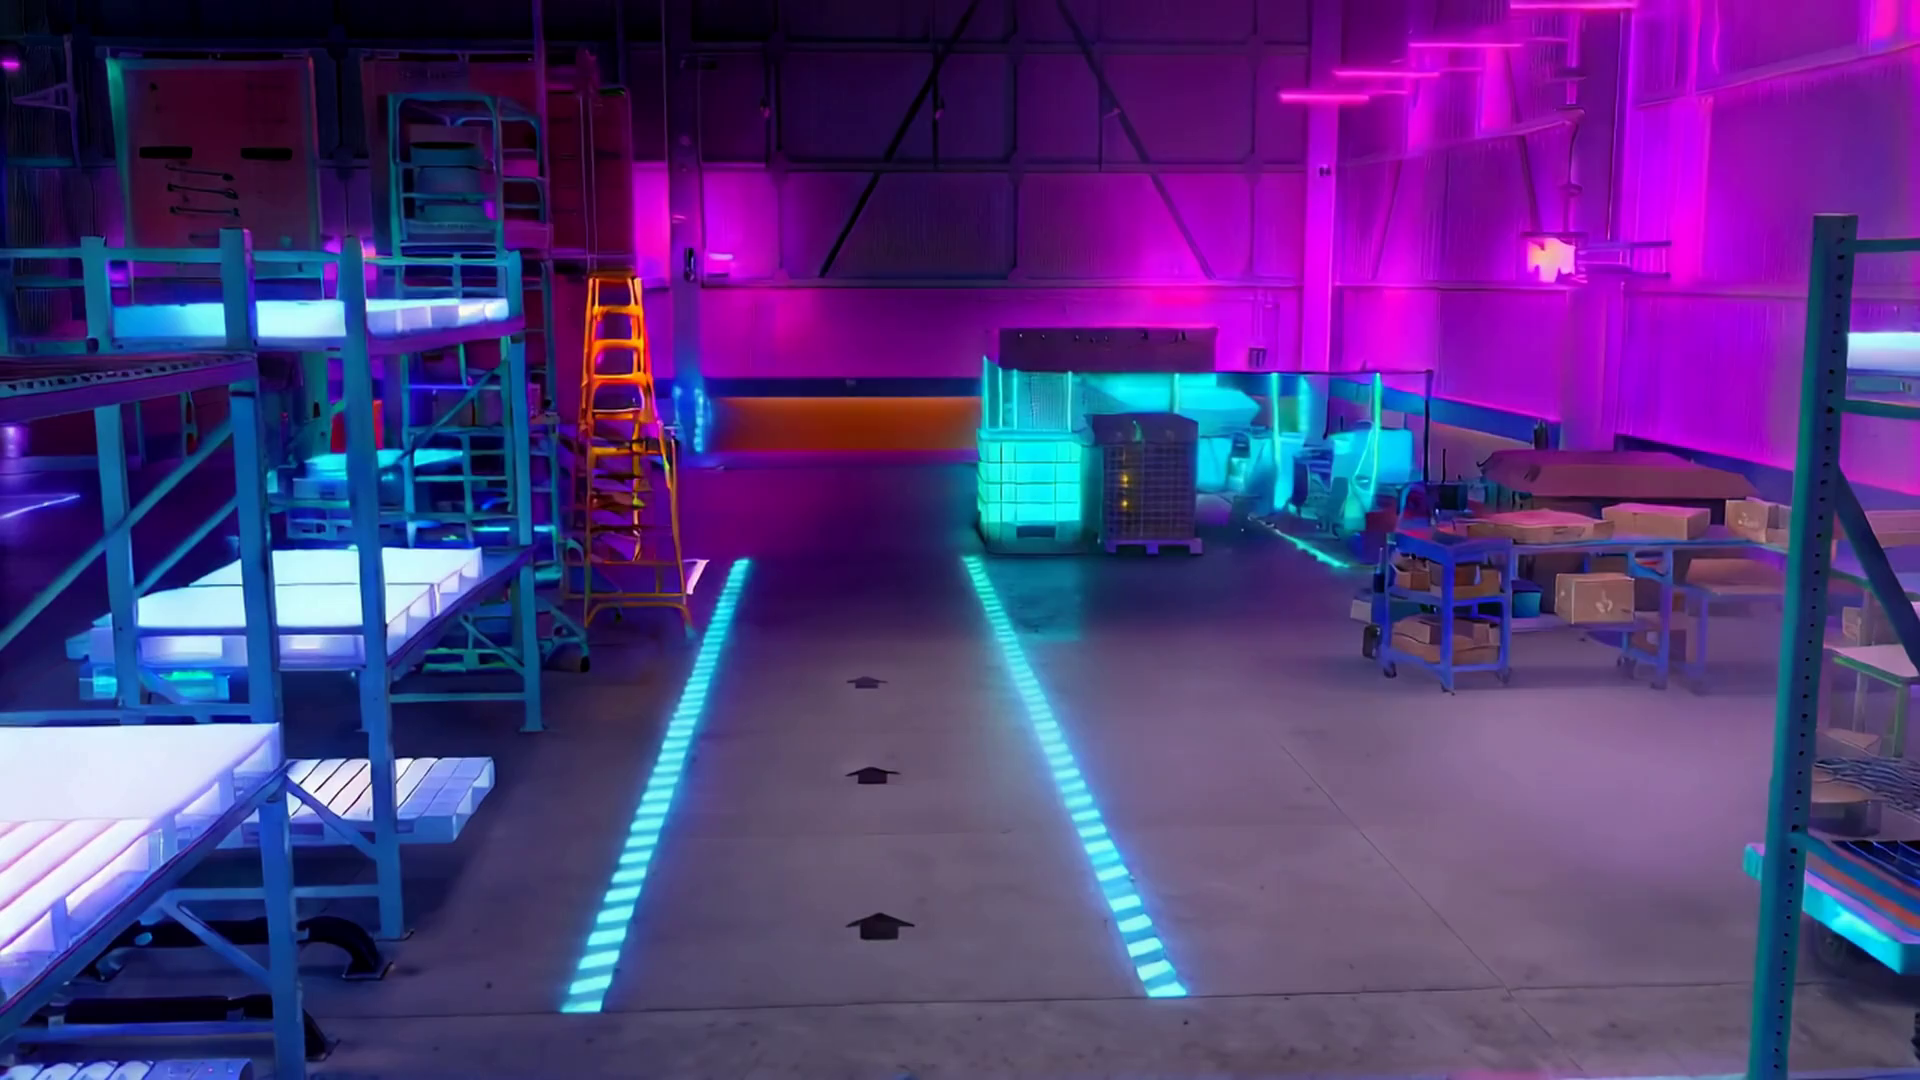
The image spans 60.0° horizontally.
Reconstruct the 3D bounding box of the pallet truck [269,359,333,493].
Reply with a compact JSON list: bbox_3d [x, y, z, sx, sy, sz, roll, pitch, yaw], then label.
[{"bbox_3d":[-7.062,-1.131,18.996,1.885,1.965,0.823,2,9,13],"label":"pallet truck"}]
